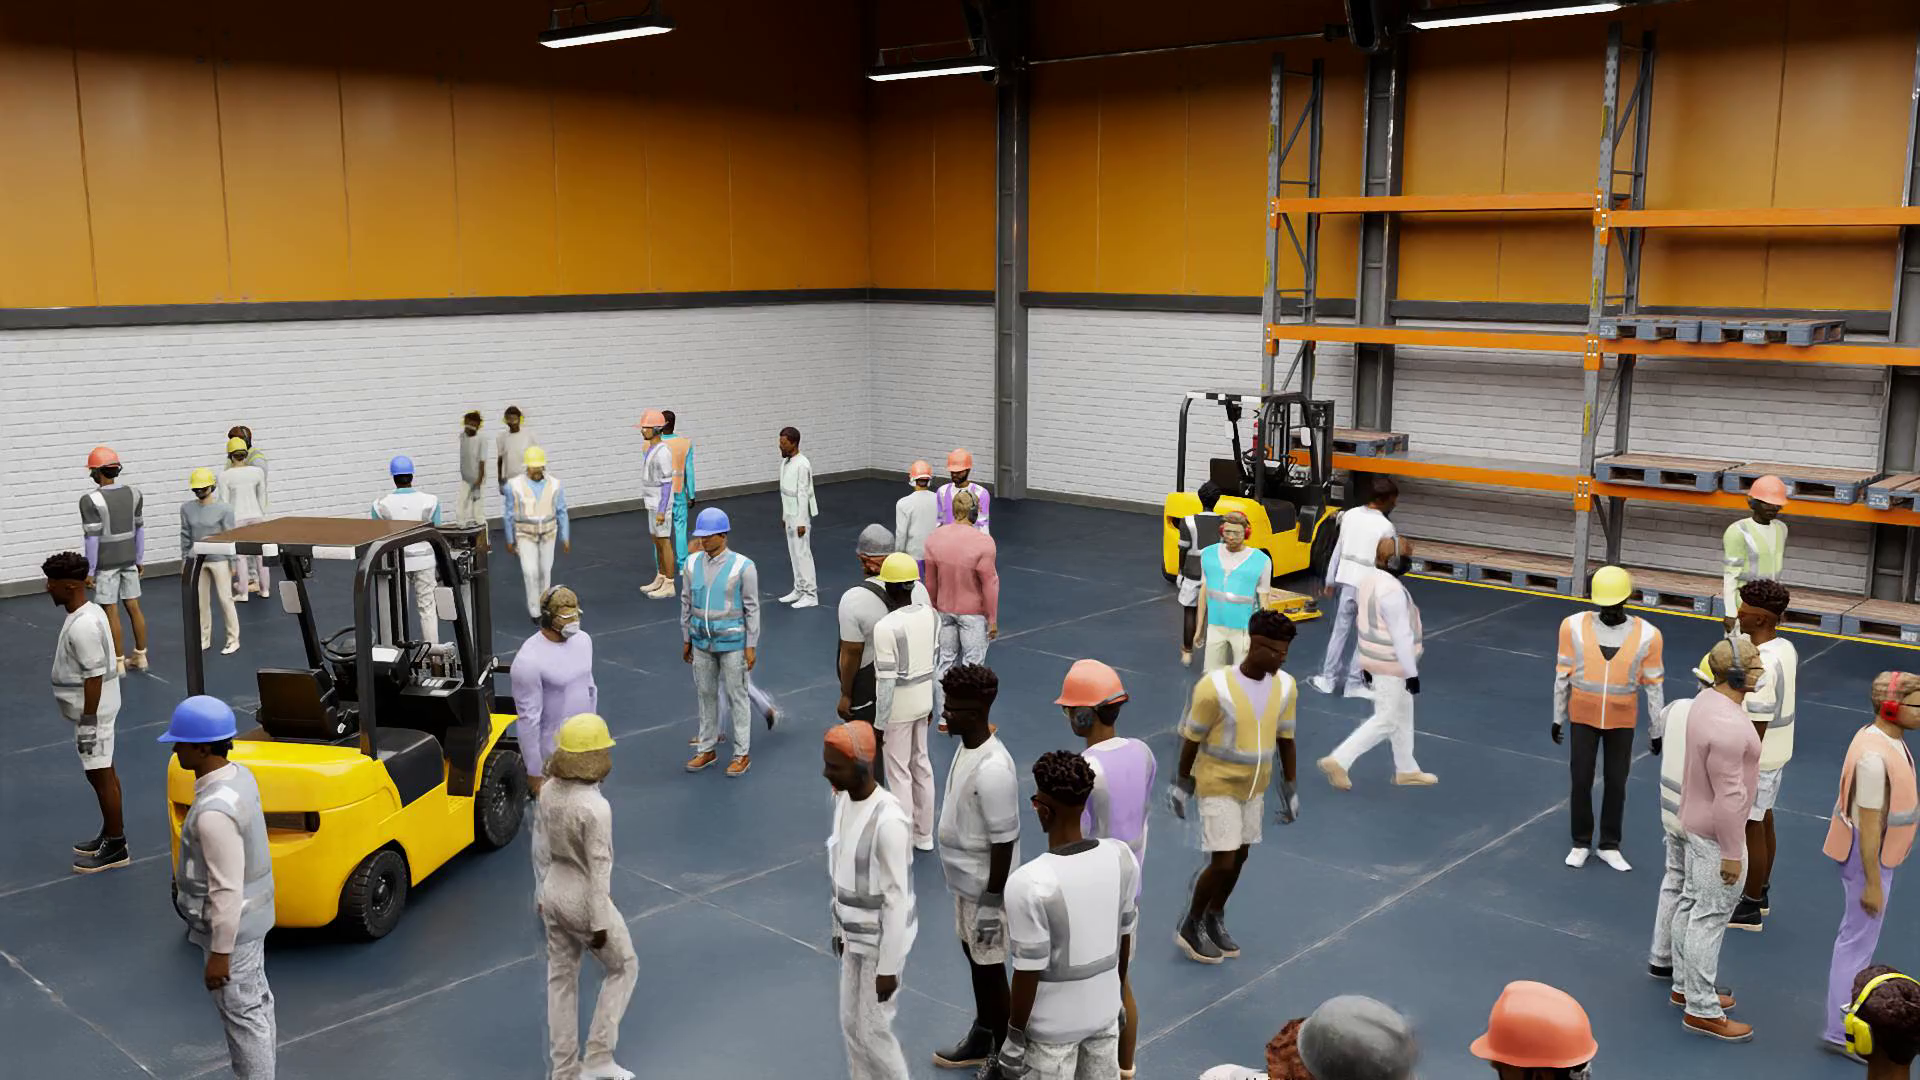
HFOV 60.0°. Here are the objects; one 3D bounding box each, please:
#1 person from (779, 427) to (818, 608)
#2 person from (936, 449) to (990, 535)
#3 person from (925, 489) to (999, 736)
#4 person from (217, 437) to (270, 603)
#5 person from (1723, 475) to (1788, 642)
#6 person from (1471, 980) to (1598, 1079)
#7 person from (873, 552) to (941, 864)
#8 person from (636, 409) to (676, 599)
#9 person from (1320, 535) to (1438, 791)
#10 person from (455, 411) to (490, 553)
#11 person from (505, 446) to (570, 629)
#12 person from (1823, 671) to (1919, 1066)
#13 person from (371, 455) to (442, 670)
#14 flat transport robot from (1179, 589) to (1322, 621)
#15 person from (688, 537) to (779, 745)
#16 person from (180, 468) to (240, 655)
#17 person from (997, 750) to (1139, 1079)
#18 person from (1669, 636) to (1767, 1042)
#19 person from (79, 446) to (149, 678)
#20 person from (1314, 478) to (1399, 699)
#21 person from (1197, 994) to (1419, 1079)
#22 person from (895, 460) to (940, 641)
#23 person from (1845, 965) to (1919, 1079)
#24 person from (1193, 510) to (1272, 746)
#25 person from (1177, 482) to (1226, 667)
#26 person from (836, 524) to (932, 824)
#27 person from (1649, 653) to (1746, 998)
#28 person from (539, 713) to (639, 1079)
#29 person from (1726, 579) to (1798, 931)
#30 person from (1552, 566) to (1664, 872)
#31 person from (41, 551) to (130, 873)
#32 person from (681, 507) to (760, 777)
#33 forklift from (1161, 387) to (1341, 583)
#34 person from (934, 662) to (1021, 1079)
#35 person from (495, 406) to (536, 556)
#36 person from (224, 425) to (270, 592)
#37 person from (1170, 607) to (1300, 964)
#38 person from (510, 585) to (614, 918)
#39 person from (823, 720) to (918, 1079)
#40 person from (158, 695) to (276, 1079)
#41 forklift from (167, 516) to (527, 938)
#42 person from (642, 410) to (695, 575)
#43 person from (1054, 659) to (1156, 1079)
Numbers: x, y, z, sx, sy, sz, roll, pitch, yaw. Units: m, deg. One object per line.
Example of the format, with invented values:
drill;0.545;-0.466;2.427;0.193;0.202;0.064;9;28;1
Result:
person;-1.711;-0.246;17.540;0.390;1.908;0.585;-4;11;-24
person;0.010;0.107;15.458;0.544;1.930;0.388;5;11;26
person;0.023;0.570;12.787;0.635;1.937;0.353;7;12;33
person;-7.653;-0.215;17.747;0.322;1.769;0.523;8;13;39
person;6.158;0.506;12.859;0.611;2.040;0.392;-5;11;-26
person;1.491;2.065;4.321;0.390;1.925;0.550;8;13;38
person;-0.357;1.028;10.210;0.368;1.925;0.594;6;12;32
person;-3.281;-0.390;17.953;0.378;2.045;0.605;-4;11;-22
person;2.932;0.859;11.508;0.808;1.809;0.627;0;10;1
person;-5.964;-0.676;20.220;0.605;1.813;0.690;6;11;29
person;-4.197;-0.034;16.597;0.609;1.800;0.620;-6;11;-29
person;4.238;1.502;7.755;0.377;1.841;0.566;6;12;32
person;-4.911;0.214;14.829;0.604;1.939;0.415;-3;10;-18
flat transport robot;2.998;0.621;17.243;0.652;0.197;1.431;-7;12;-34
person;-1.740;0.764;12.639;0.634;1.601;0.540;0;10;2
person;-6.966;0.199;15.431;0.531;1.760;0.339;1;10;8
person;0.389;1.728;6.114;0.611;1.964;0.364;-8;13;-40
person;3.650;1.412;7.997;0.371;1.940;0.630;2;10;13
person;-7.465;0.195;14.635;0.381;2.041;0.616;4;11;21
person;3.321;0.398;13.970;0.403;1.871;0.763;-6;12;-31
person;0.831;2.022;4.229;0.542;2.000;0.722;-10;14;-44
person;-0.370;0.113;15.917;0.563;1.752;0.327;-5;11;-25
person;2.454;2.064;4.517;0.510;1.861;0.324;-2;10;-10
person;2.060;0.672;12.516;0.584;1.830;0.389;7;12;35
person;2.217;0.317;14.959;0.538;1.686;0.320;-1;10;-4
person;-0.539;0.899;10.628;0.688;2.000;0.536;-9;13;-40
person;3.716;1.421;8.302;0.403;1.817;0.601;-2;10;-11
person;-1.674;1.616;7.427;0.497;1.727;0.447;8;13;38
person;4.404;1.182;9.224;0.367;1.966;0.604;7;12;36
person;3.893;1.077;10.014;0.618;1.904;0.436;4;11;21
person;-5.294;1.030;10.096;0.363;1.962;0.612;-5;11;-25
person;-1.725;0.724;11.885;0.612;1.946;0.405;4;11;23
forklift;3.298;-0.608;18.767;1.214;2.155;2.313;9;13;42
person;0.080;1.502;7.405;0.361;1.963;0.613;-2;10;-11
person;-5.443;-0.756;20.569;0.547;1.856;0.590;-2;10;-10
person;-7.863;-0.351;18.344;0.624;1.837;0.429;8;13;40
person;1.462;1.287;8.742;0.642;1.920;0.537;-5;11;-28
person;-2.231;1.188;9.311;0.381;1.929;0.636;4;11;22
person;-0.386;1.656;6.844;0.403;1.862;0.592;-4;11;-24
person;-3.062;1.592;6.941;0.396;1.949;0.602;-3;10;-17
forklift;-3.583;0.976;9.748;1.214;2.155;2.313;2;10;11
person;-3.351;-0.537;19.185;0.587;1.911;0.397;0;10;1
person;0.576;1.514;7.161;0.411;2.032;0.611;8;13;39
